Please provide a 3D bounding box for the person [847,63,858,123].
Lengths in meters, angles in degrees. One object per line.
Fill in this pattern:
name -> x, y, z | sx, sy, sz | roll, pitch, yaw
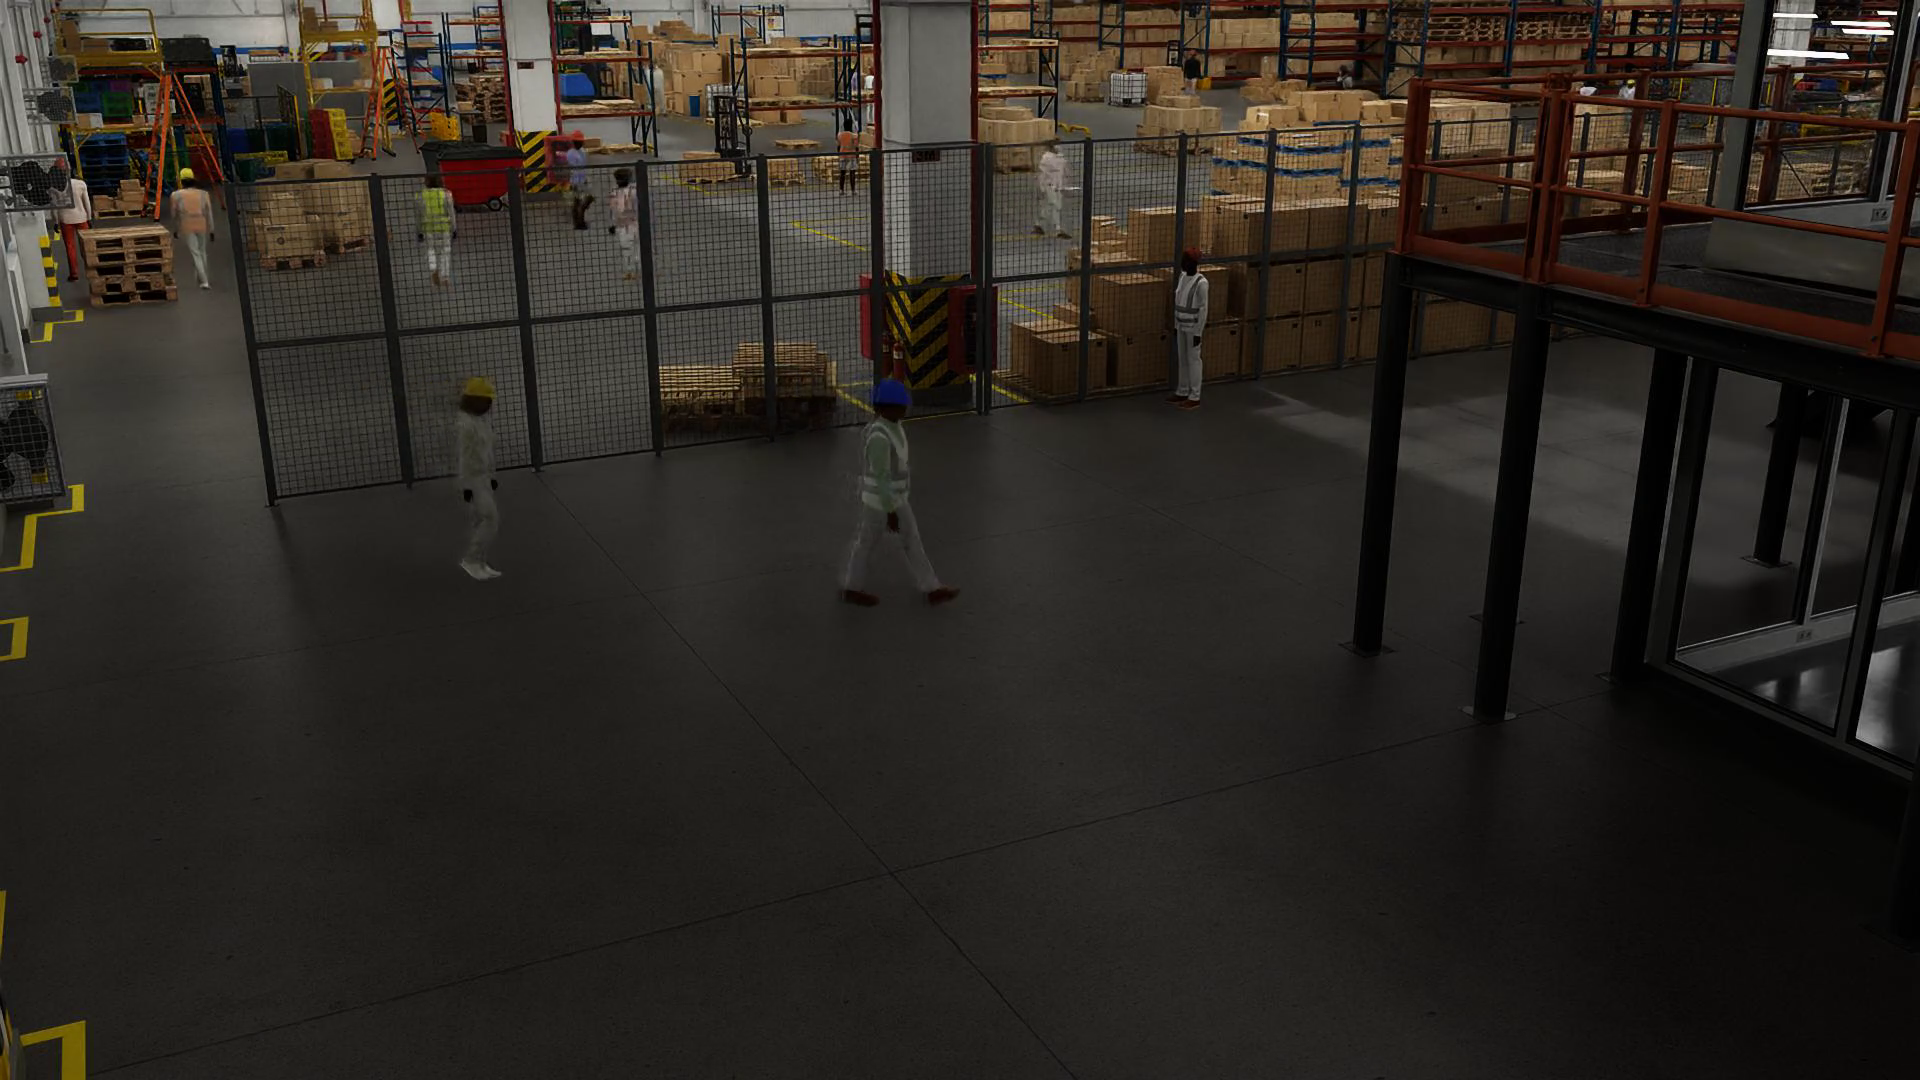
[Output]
person -> -3.528, -14.684, 54.698 | 0.408, 1.918, 0.584 | 2, 19, 6

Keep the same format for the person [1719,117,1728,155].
person -> 17.217, -8.643, 37.335 | 0.506, 1.819, 0.965 | 1, 19, 3

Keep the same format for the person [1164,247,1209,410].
person -> 2.649, -2.456, 19.296 | 0.353, 1.883, 0.577 | -8, 21, -22

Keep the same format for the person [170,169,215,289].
person -> -12.338, -5.012, 26.736 | 0.602, 1.867, 1.026 | -14, 24, -36

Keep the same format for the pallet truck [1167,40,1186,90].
pallet truck -> 9.045, -19.971, 69.895 | 0.823, 1.965, 1.885 | -3, 19, -8

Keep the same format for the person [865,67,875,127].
person -> -2.809, -14.260, 53.511 | 0.584, 1.882, 0.339 | 15, 24, 37

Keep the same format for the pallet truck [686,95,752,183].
pallet truck -> -5.836, -9.608, 39.856 | 0.823, 1.965, 1.885 | 10, 22, 27

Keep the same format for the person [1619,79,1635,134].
person -> 20.109, -13.042, 50.096 | 0.599, 1.811, 0.746 | 5, 20, 13

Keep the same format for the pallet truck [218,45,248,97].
pallet truck -> -28.879, -18.665, 66.111 | 0.823, 1.965, 1.885 | -3, 19, -9

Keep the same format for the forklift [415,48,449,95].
forklift -> -21.723, -19.368, 66.814 | 1.129, 2.768, 1.873 | 14, 23, 35

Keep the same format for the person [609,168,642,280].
person -> -5.470, -5.151, 27.193 | 0.623, 1.829, 0.446 | 15, 24, 36

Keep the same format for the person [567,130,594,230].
person -> -7.416, -7.006, 32.428 | 0.435, 1.924, 0.559 | 7, 20, 20

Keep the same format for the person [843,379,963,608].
person -> -0.507, -0.336, 13.132 | 1.013, 1.887, 0.634 | 5, 20, 15

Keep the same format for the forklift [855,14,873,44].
forklift -> -4.411, -23.154, 77.788 | 1.129, 2.768, 1.873 | 5, 20, 13

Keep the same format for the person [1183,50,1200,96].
person -> 8.725, -17.462, 62.683 | 0.659, 1.945, 0.985 | 0, 19, 0

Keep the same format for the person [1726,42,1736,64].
person -> 32.186, -19.818, 69.564 | 0.412, 1.919, 0.547 | -9, 21, -24

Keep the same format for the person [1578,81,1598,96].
person -> 18.258, -12.523, 48.471 | 0.390, 1.887, 0.675 | -14, 23, -34

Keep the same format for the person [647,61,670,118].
person -> -10.352, -15.396, 56.806 | 0.652, 1.879, 1.019 | -14, 24, -35

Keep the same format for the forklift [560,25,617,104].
forklift -> -14.059, -17.891, 62.532 | 1.873, 2.768, 1.129 | -9, 21, -25

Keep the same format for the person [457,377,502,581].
person -> -3.997, -0.503, 13.867 | 0.391, 1.716, 0.507 | 1, 19, 2

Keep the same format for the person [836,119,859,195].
person -> -2.518, -8.614, 37.440 | 0.535, 1.690, 0.320 | 4, 19, 12

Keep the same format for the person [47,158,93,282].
person -> -14.479, -5.217, 27.127 | 0.614, 1.997, 0.374 | -18, 26, -41

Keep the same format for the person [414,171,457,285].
person -> -8.406, -4.998, 26.749 | 0.632, 1.827, 0.517 | -6, 20, -17

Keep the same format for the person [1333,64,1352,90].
person -> 12.049, -14.027, 52.600 | 0.572, 2.000, 0.684 | -8, 21, -23

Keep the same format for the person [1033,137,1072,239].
person -> 1.743, -6.709, 31.605 | 0.990, 1.903, 0.642 | 16, 25, 39

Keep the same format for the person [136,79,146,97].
person -> -25.207, -13.420, 51.462 | 0.525, 1.632, 0.321 | 8, 21, 23
